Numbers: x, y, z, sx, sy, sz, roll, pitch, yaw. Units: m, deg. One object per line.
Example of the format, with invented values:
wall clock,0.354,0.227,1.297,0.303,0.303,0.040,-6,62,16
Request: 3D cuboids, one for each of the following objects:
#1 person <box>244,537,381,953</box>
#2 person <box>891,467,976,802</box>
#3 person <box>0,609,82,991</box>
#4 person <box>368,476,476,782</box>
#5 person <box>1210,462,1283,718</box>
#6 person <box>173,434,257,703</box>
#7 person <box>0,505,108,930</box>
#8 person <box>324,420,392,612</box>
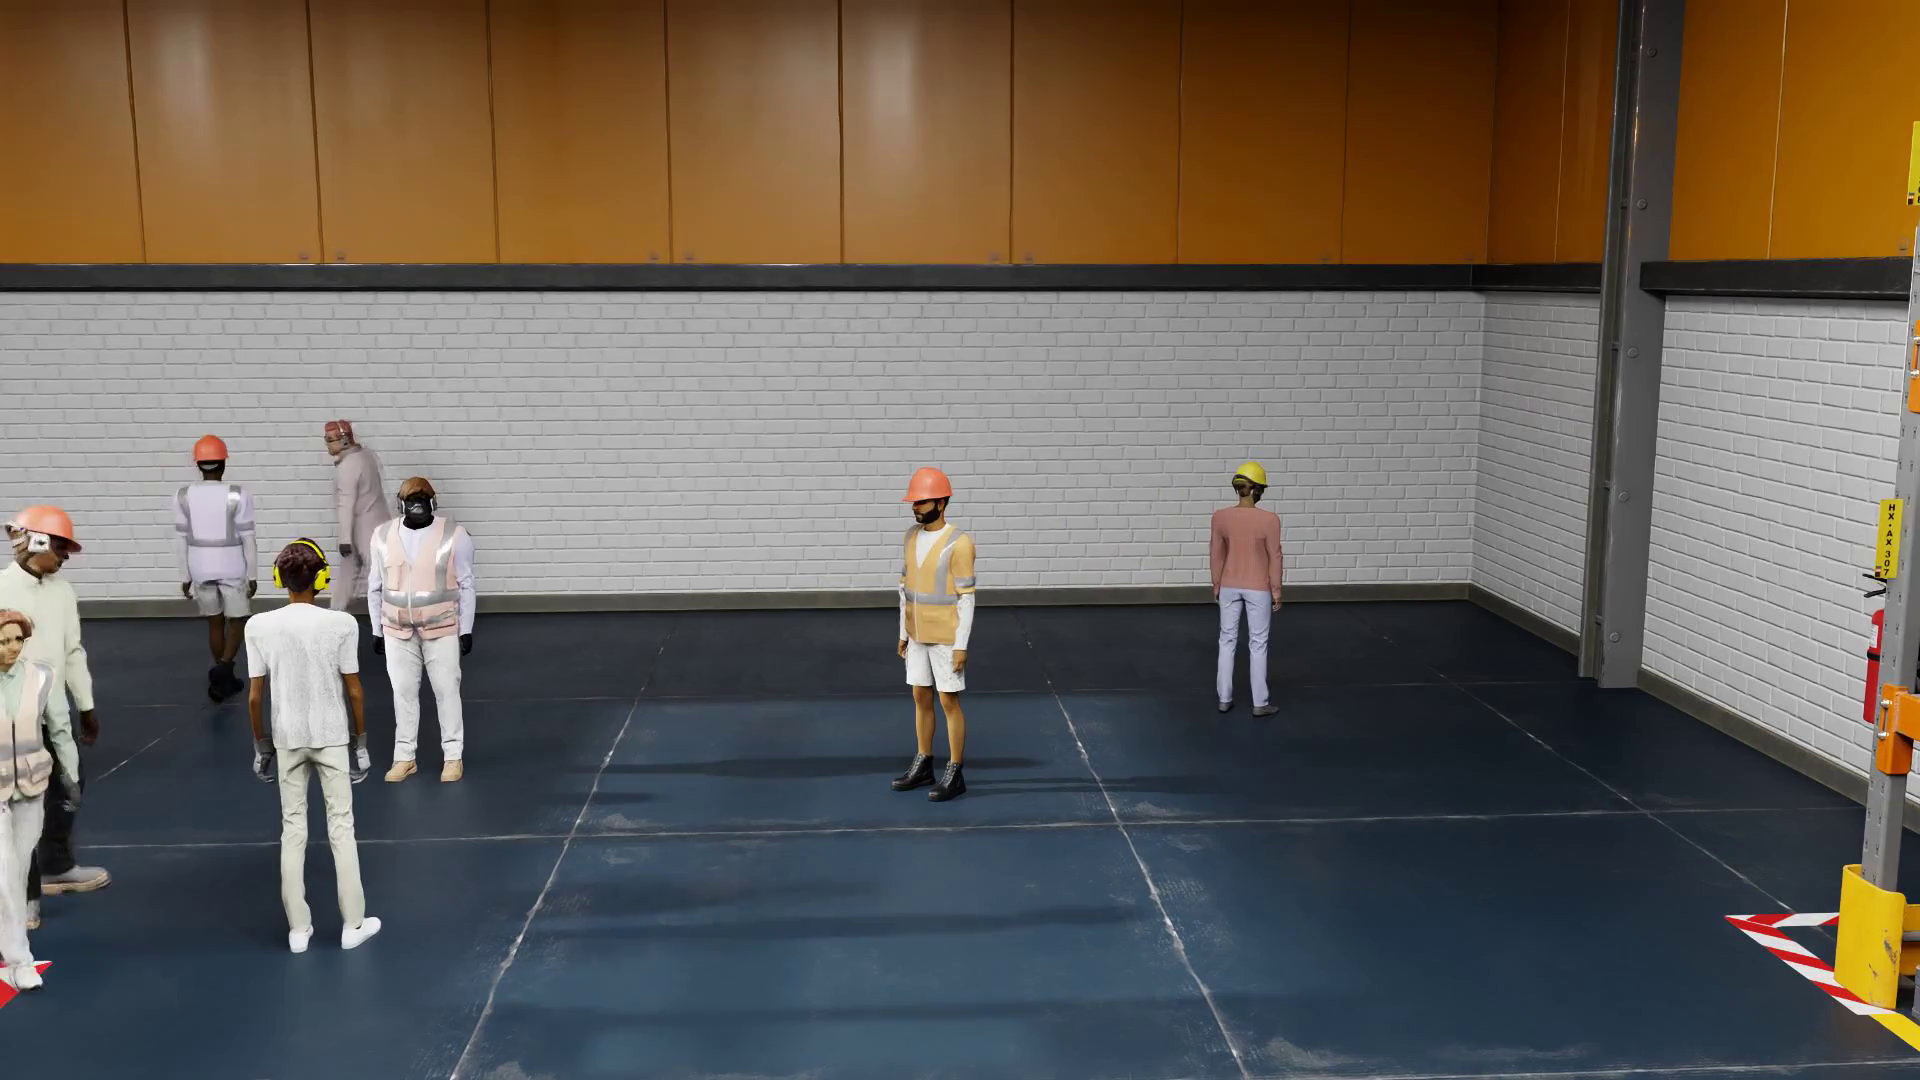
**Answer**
person,-2.915,0.920,7.470,0.517,1.873,0.334,-1,9,-6
person,-0.166,0.541,9.644,0.551,1.937,0.357,9,12,43
person,-4.041,1.099,7.133,0.752,1.605,0.535,7,11,37
person,-3.227,0.536,9.964,0.633,1.845,0.429,0,9,-1
person,1.978,0.341,11.463,0.524,1.760,0.328,6,11,31
person,-5.261,0.216,11.769,0.546,1.919,0.745,-1,9,-7
person,-4.399,0.822,7.861,0.394,1.951,0.728,3,10,18
person,-5.042,-0.097,13.996,0.989,1.836,0.704,-2,9,-10
